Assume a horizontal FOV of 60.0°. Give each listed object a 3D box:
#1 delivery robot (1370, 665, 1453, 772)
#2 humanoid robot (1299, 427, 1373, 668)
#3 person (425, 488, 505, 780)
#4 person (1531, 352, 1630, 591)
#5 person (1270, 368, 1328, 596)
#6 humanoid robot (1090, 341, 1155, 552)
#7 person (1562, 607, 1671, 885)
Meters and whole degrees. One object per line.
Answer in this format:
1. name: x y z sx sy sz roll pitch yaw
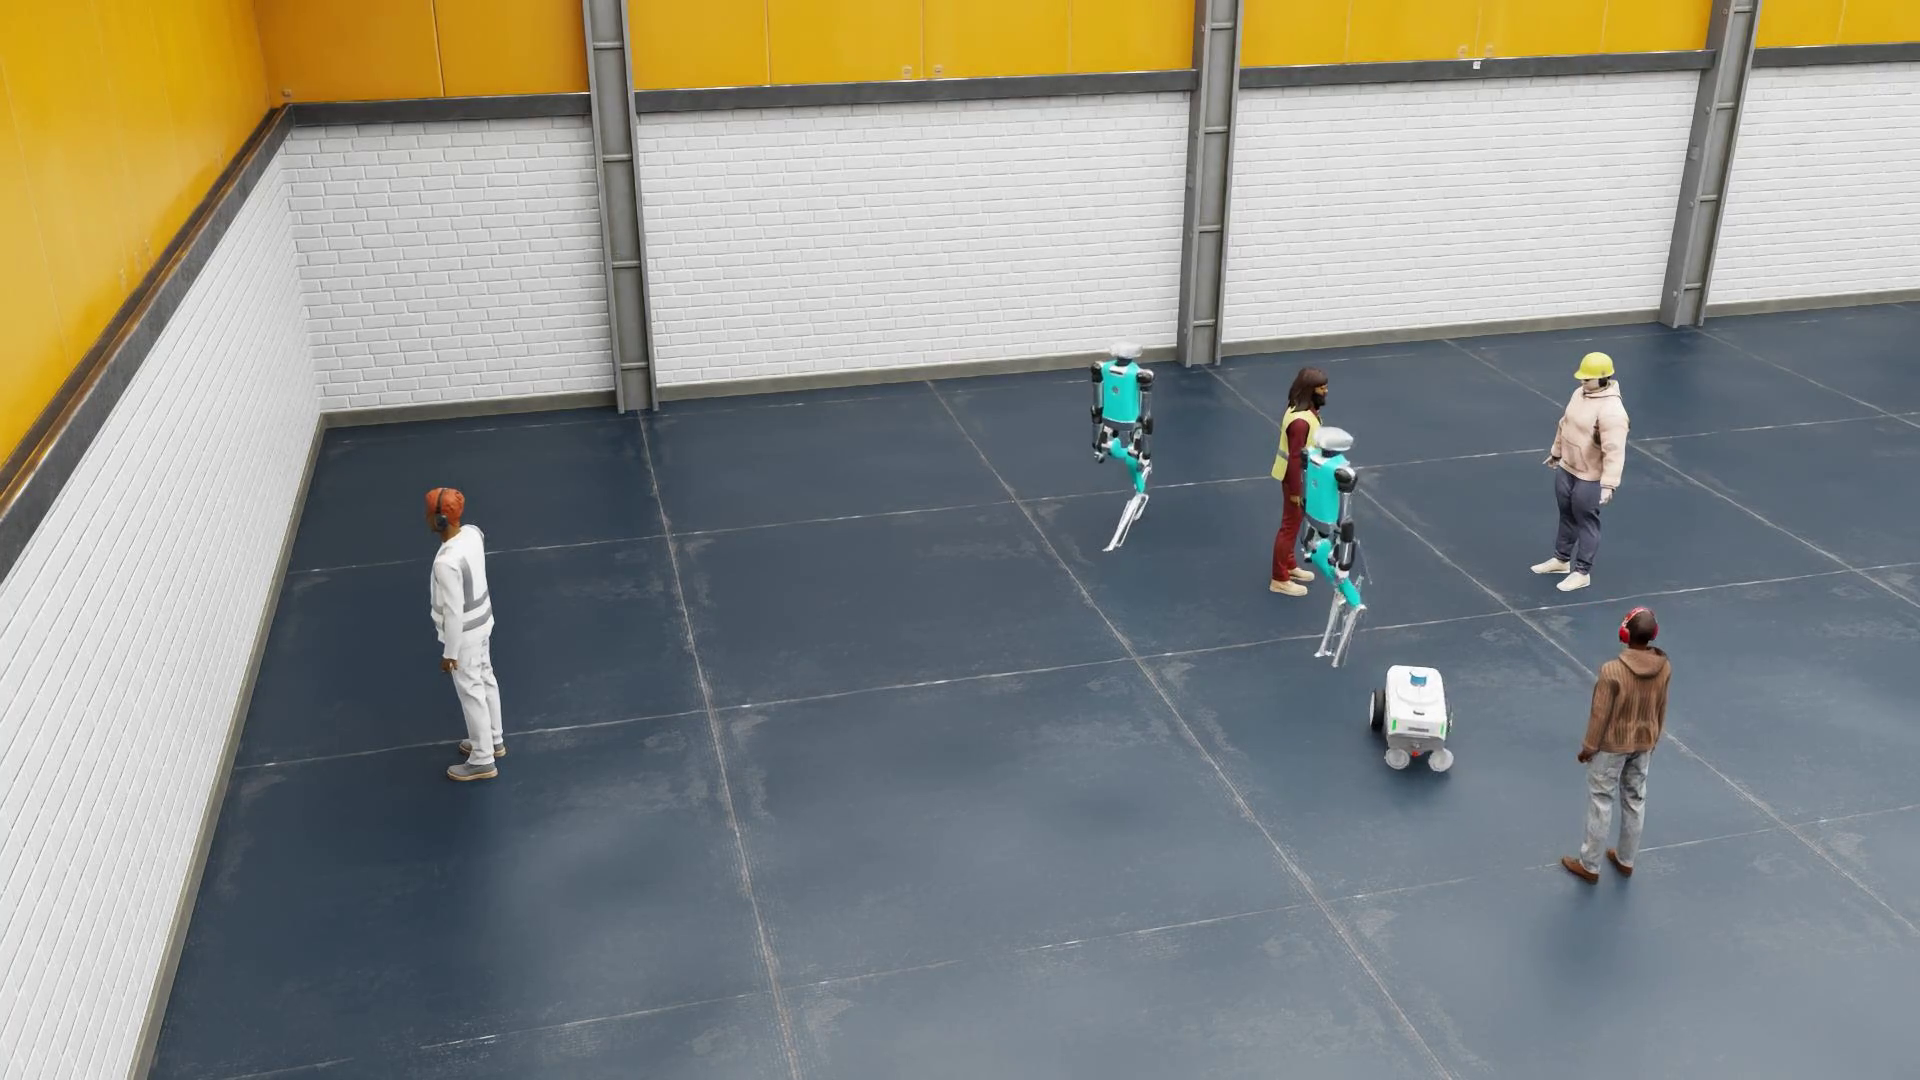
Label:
1. delivery robot: 2.881 1.093 10.539 0.505 0.608 0.780 5 24 11
2. humanoid robot: 2.642 0.078 11.418 0.655 1.826 0.548 -10 26 -22
3. person: -3.013 0.563 10.081 0.354 1.882 0.577 0 24 1
4. person: 4.738 -0.531 12.591 0.417 1.861 0.798 -6 24 -13
5. person: 2.537 -0.450 12.525 0.367 1.765 0.469 8 25 18
6. humanoid robot: 1.443 -0.838 13.497 0.531 1.778 1.001 14 27 29
7. person: 3.614 1.131 9.070 0.470 1.650 0.312 -6 24 -13
